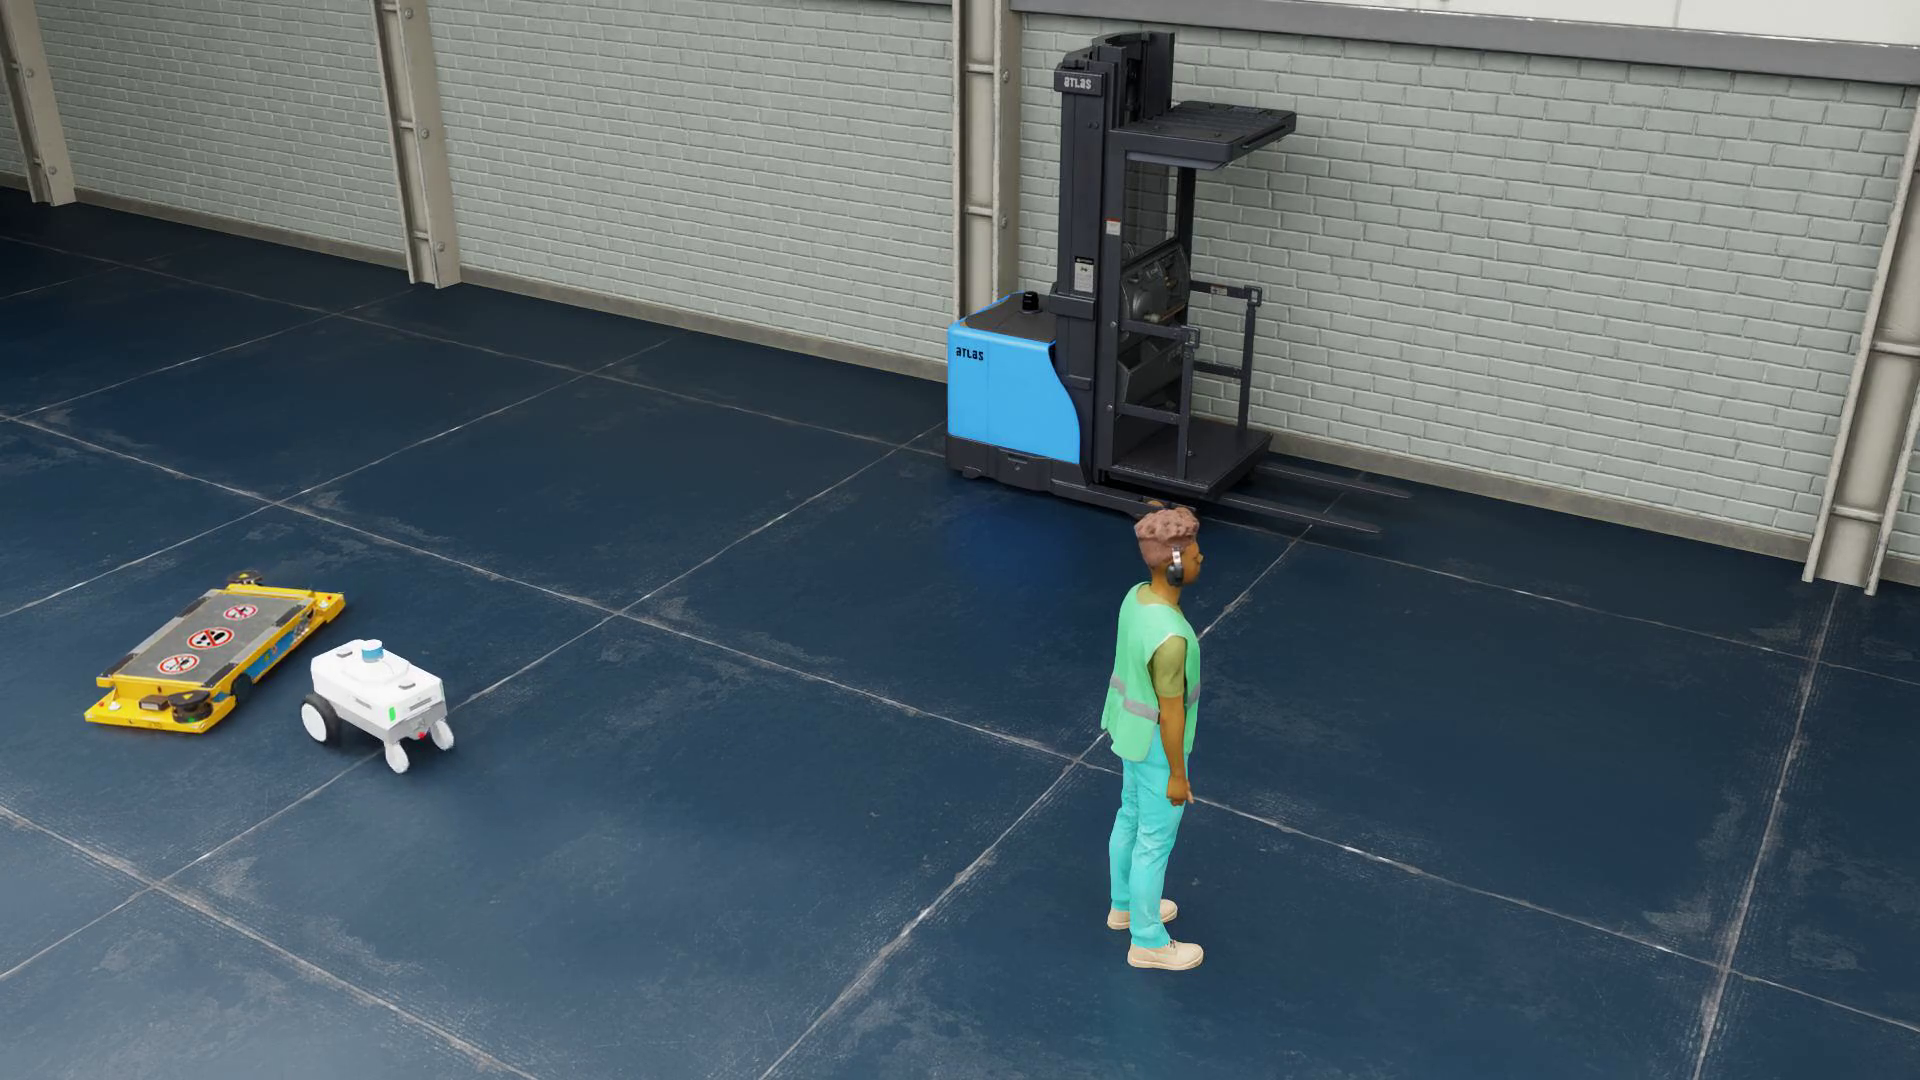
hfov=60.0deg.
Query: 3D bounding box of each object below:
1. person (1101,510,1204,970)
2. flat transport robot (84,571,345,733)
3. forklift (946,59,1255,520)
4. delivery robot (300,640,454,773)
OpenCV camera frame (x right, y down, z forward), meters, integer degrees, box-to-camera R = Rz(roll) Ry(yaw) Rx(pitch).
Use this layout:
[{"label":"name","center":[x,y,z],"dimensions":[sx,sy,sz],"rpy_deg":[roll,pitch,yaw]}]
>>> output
[{"label":"person","center":[0.769,0.798,6.577],"dimensions":[0.405,1.978,0.484],"rpy_deg":[-5,26,-11]},{"label":"flat transport robot","center":[-4.003,0.588,9.015],"dimensions":[0.659,0.231,1.431],"rpy_deg":[4,26,9]},{"label":"forklift","center":[0.933,-1.707,10.833],"dimensions":[1.873,2.768,1.129],"rpy_deg":[15,29,28]},{"label":"delivery robot","center":[-2.905,0.783,8.290],"dimensions":[0.811,0.614,0.499],"rpy_deg":[18,31,33]}]
